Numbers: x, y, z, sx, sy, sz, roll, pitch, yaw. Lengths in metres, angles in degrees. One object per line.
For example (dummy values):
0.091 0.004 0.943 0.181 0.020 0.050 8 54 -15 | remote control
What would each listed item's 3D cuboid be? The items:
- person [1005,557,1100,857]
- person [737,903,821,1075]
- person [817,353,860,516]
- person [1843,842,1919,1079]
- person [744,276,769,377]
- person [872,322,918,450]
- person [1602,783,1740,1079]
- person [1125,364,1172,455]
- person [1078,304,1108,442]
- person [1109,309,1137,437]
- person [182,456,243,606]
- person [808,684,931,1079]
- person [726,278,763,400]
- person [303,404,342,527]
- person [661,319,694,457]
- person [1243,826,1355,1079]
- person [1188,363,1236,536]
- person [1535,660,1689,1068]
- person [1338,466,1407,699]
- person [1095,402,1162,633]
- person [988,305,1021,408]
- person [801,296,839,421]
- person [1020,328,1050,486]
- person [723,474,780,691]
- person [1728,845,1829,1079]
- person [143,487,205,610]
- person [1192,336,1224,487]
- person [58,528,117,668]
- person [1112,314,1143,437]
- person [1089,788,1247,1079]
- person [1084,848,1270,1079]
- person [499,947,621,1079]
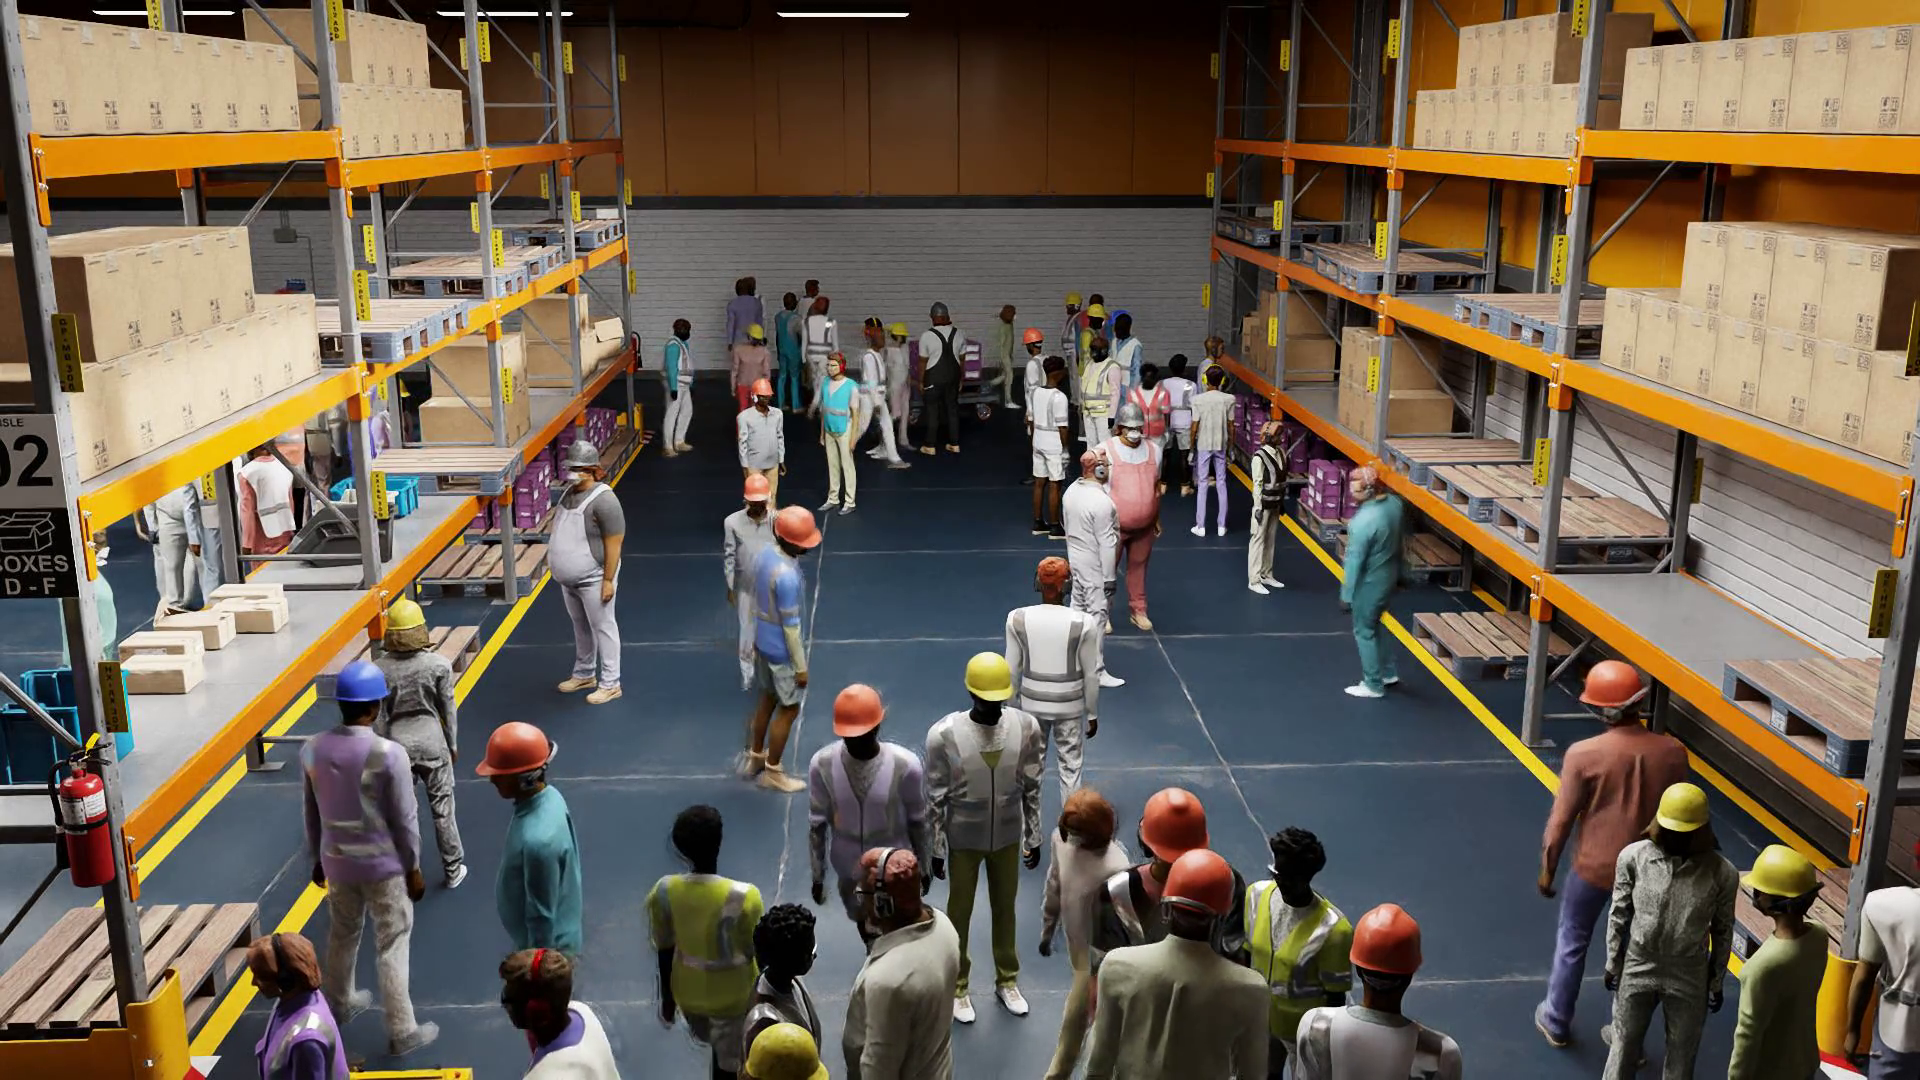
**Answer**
0.560 1.017 10.034 0.573 1.887 0.355 4 15 15 | person
-0.658 2.121 6.092 0.320 1.695 0.533 1 14 2 | person
-1.358 -1.209 18.850 0.563 1.847 0.390 12 19 40 | person
3.745 1.955 6.449 0.561 1.838 0.392 6 15 21 | person
-3.415 -3.387 27.328 0.584 1.883 0.341 7 16 26 | person
-0.880 -2.067 22.426 0.541 1.753 0.562 8 16 27 | person
3.001 1.844 7.078 0.492 1.740 0.319 6 16 23 | person
2.182 -1.227 19.311 0.547 1.640 0.874 0 14 1 | person
1.840 -2.317 23.061 0.390 1.918 0.588 4 15 14 | person
2.161 -2.094 22.127 0.403 1.946 0.611 -7 16 -25 | person
-6.405 -0.097 14.371 0.401 1.909 0.599 8 16 29 | person
-0.429 1.531 8.054 0.568 1.888 0.978 3 15 12 | person
-3.422 -3.176 26.417 0.623 1.931 0.430 -10 18 -35 | person
-6.916 -0.977 17.821 0.589 1.912 0.396 -1 14 -4 | person
-3.770 -2.033 22.166 0.464 1.813 0.684 1 14 4 | person
1.346 1.949 6.765 0.319 1.694 0.535 -12 18 -38 | person
2.703 -0.964 17.845 0.508 1.872 0.329 -1 14 -3 | person
3.121 1.519 7.898 0.798 1.976 0.507 -1 14 -5 | person
3.139 0.332 12.770 0.397 1.869 0.714 10 17 34 | person
1.475 -0.194 14.481 0.672 2.000 0.536 -4 15 -16 | person
0.626 -2.846 25.747 0.591 1.609 0.517 3 15 12 | person
-2.094 -2.681 24.635 0.580 1.859 0.849 4 15 17 | person
0.916 -1.622 20.315 0.381 1.927 0.542 7 16 26 | person
-1.564 0.332 13.008 0.566 1.744 0.350 -1 14 -3 | person
3.100 2.008 6.398 0.525 1.760 0.341 -11 18 -38 | person
-6.795 -0.156 14.592 0.641 1.913 0.408 -7 16 -26 | person
3.033 -1.567 20.291 0.336 1.838 0.509 0 14 1 | person
-5.601 0.803 10.784 0.371 1.934 0.627 -8 17 -30 | person
2.185 -2.024 21.916 0.398 1.916 0.590 -8 16 -29 | person
0.799 1.888 6.343 0.612 2.029 0.407 -3 15 -12 | person
0.758 2.039 5.859 0.632 1.963 0.522 4 15 16 | person
-1.324 2.197 5.527 0.533 1.827 0.573 0 14 2 | person
